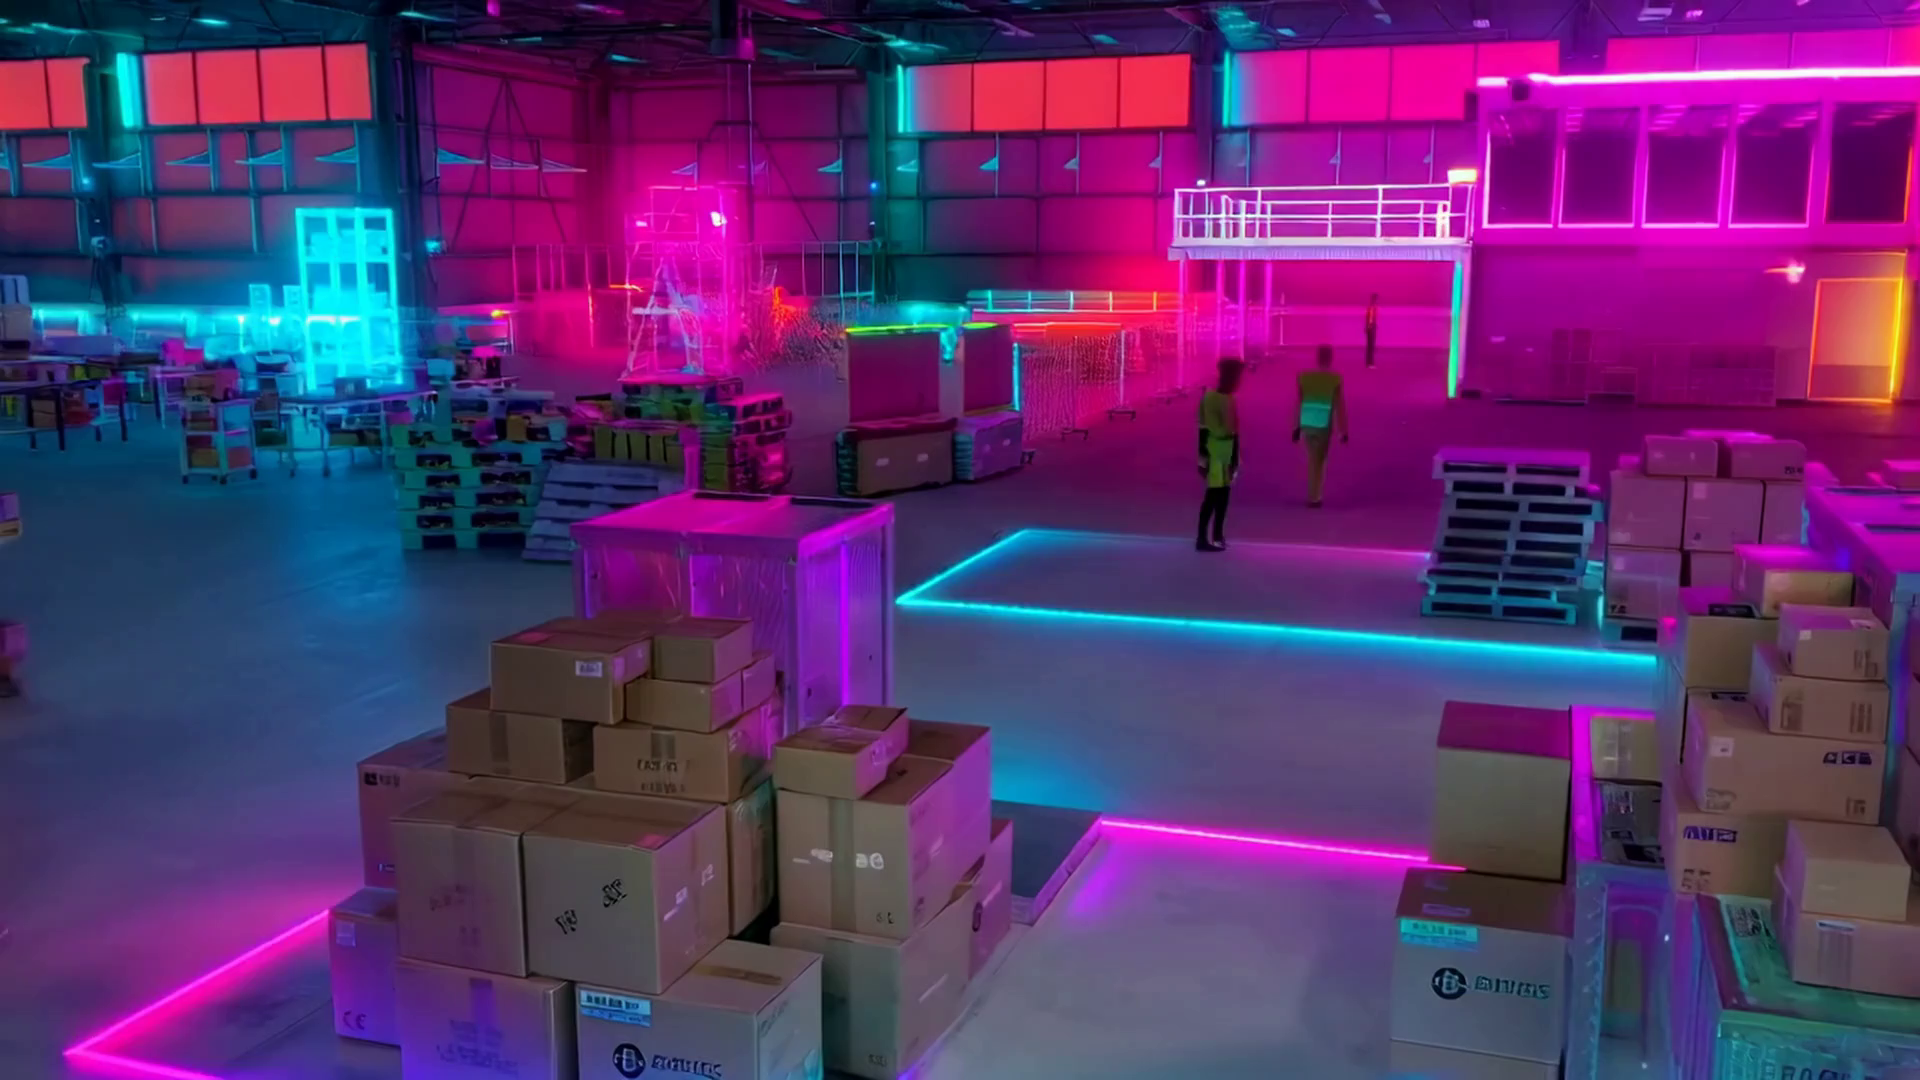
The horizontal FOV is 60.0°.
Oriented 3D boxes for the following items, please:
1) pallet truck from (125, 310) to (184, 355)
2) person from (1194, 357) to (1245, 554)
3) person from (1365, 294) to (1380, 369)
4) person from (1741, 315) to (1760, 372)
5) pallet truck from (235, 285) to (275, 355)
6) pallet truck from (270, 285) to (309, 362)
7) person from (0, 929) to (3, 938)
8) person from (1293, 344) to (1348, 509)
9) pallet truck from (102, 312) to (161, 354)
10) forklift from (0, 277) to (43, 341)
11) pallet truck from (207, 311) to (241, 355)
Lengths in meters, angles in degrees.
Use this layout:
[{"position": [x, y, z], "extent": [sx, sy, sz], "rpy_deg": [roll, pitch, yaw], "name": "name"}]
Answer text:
[{"position": [-22.038, -5.665, 45.457], "extent": [0.704, 1.261, 1.522], "rpy_deg": [3, 11, 17], "name": "pallet truck"}, {"position": [2.552, -0.834, 16.426], "extent": [0.431, 1.944, 0.681], "rpy_deg": [8, 13, 36], "name": "person"}, {"position": [10.151, -5.133, 40.918], "extent": [0.345, 1.840, 0.504], "rpy_deg": [4, 11, 23], "name": "person"}, {"position": [18.092, -4.662, 38.282], "extent": [0.653, 1.829, 0.356], "rpy_deg": [-1, 10, -7], "name": "person"}, {"position": [-18.327, -5.835, 44.421], "extent": [0.823, 1.965, 1.885], "rpy_deg": [4, 11, 23], "name": "pallet truck"}, {"position": [-17.147, -5.700, 43.663], "extent": [0.823, 1.965, 1.885], "rpy_deg": [3, 11, 17], "name": "pallet truck"}, {"position": [-4.319, 1.007, 6.679], "extent": [0.534, 1.721, 0.927], "rpy_deg": [5, 11, 25], "name": "person"}, {"position": [4.211, -1.317, 19.280], "extent": [0.617, 1.886, 0.799], "rpy_deg": [7, 12, 36], "name": "person"}, {"position": [-23.057, -5.777, 46.261], "extent": [0.680, 1.201, 1.601], "rpy_deg": [3, 11, 19], "name": "pallet truck"}, {"position": [-27.151, -6.329, 46.328], "extent": [1.157, 1.987, 2.680], "rpy_deg": [3, 11, 17], "name": "forklift"}, {"position": [-19.537, -5.575, 44.913], "extent": [0.653, 1.274, 1.630], "rpy_deg": [3, 11, 19], "name": "pallet truck"}]
